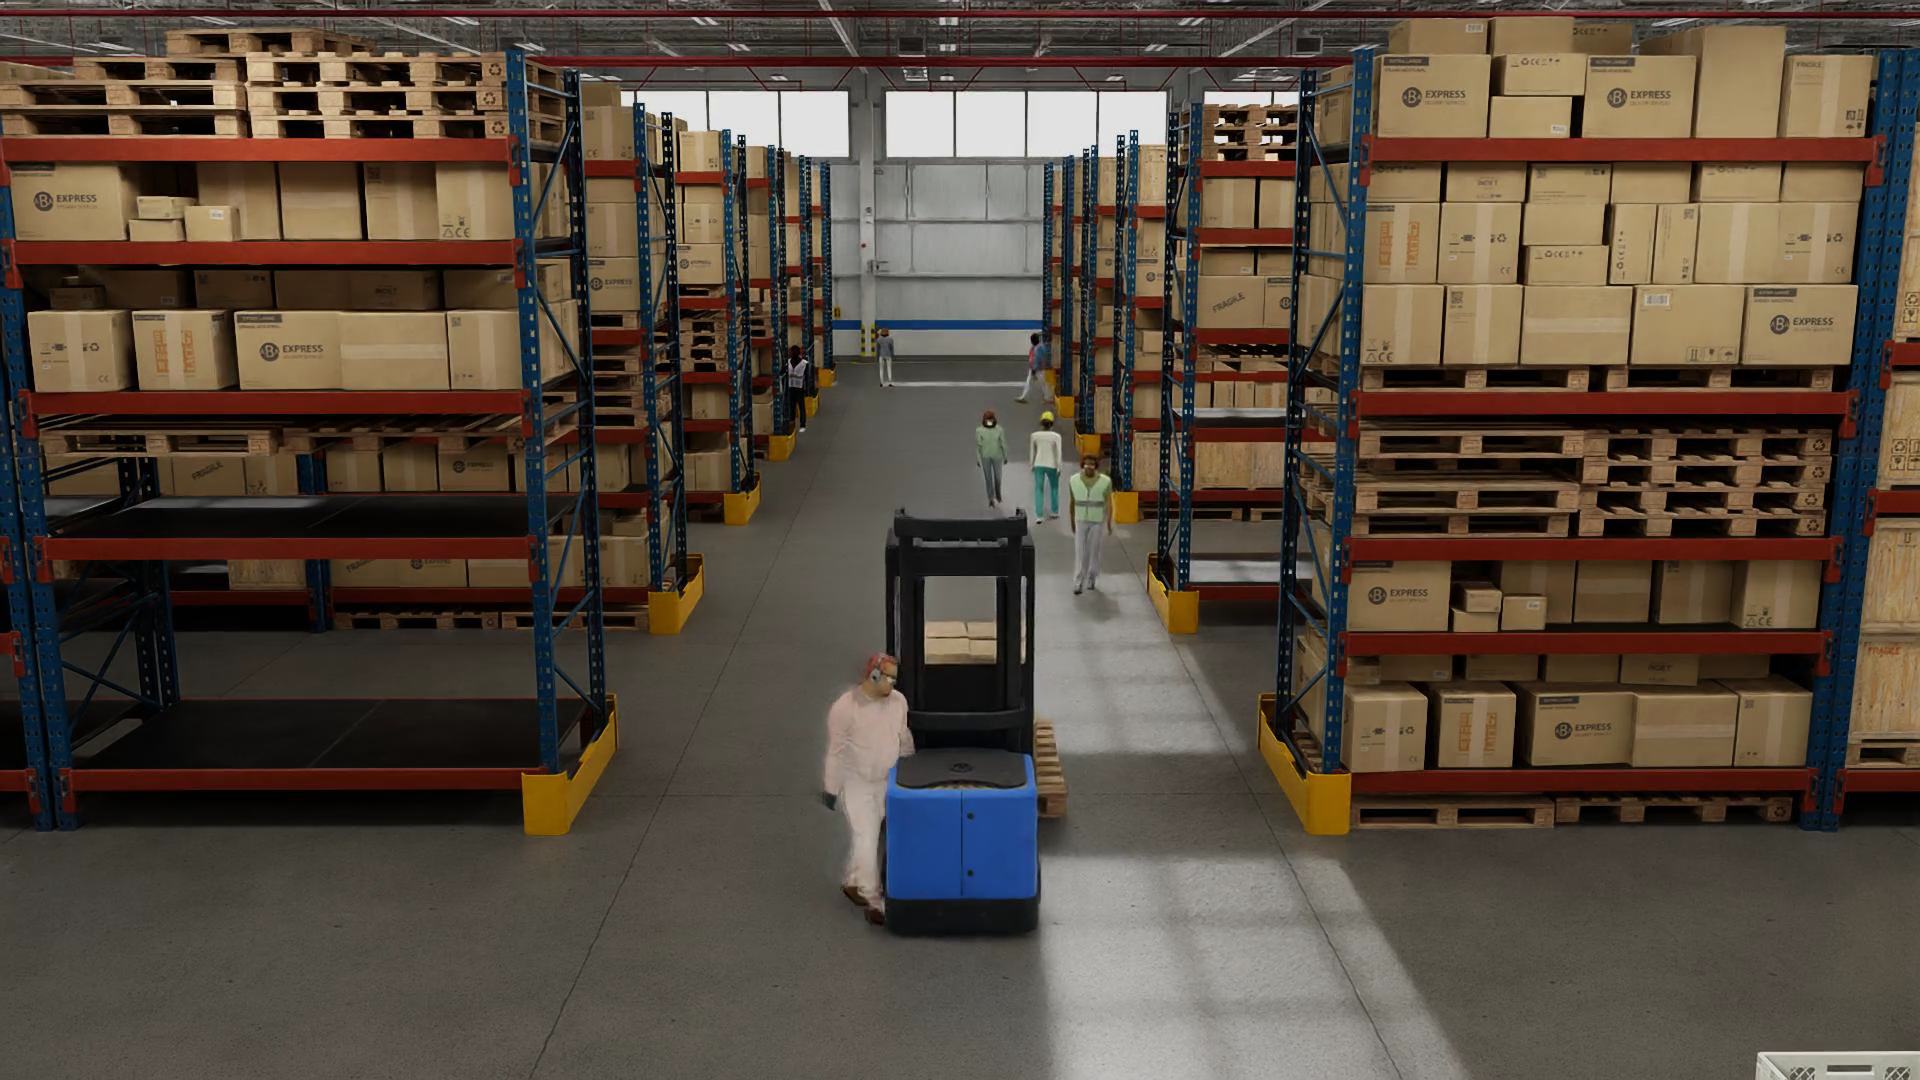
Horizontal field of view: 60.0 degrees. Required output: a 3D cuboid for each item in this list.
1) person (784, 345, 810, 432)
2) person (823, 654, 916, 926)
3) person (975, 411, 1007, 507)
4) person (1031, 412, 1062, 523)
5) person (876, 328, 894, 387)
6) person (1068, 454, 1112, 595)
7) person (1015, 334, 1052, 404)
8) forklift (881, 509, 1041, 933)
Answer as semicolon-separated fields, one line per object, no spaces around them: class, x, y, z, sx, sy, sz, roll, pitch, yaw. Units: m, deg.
person;-3.596;-3.326;36.579;0.600;1.917;0.376;4;12;19
person;-0.553;1.731;11.646;0.658;1.861;0.910;-9;14;-37
person;0.517;-1.346;27.502;0.528;1.613;0.353;0;11;2
person;1.373;-1.158;26.290;0.538;1.734;0.816;3;12;15
person;-2.058;-5.002;45.594;0.501;1.633;0.284;1;11;4
person;1.660;-0.196;21.328;0.579;1.805;0.920;2;12;8
person;1.890;-4.264;41.568;0.927;1.785;0.616;-5;13;-25
forklift;0.004;1.165;11.925;1.129;2.768;1.873;0;11;-1
